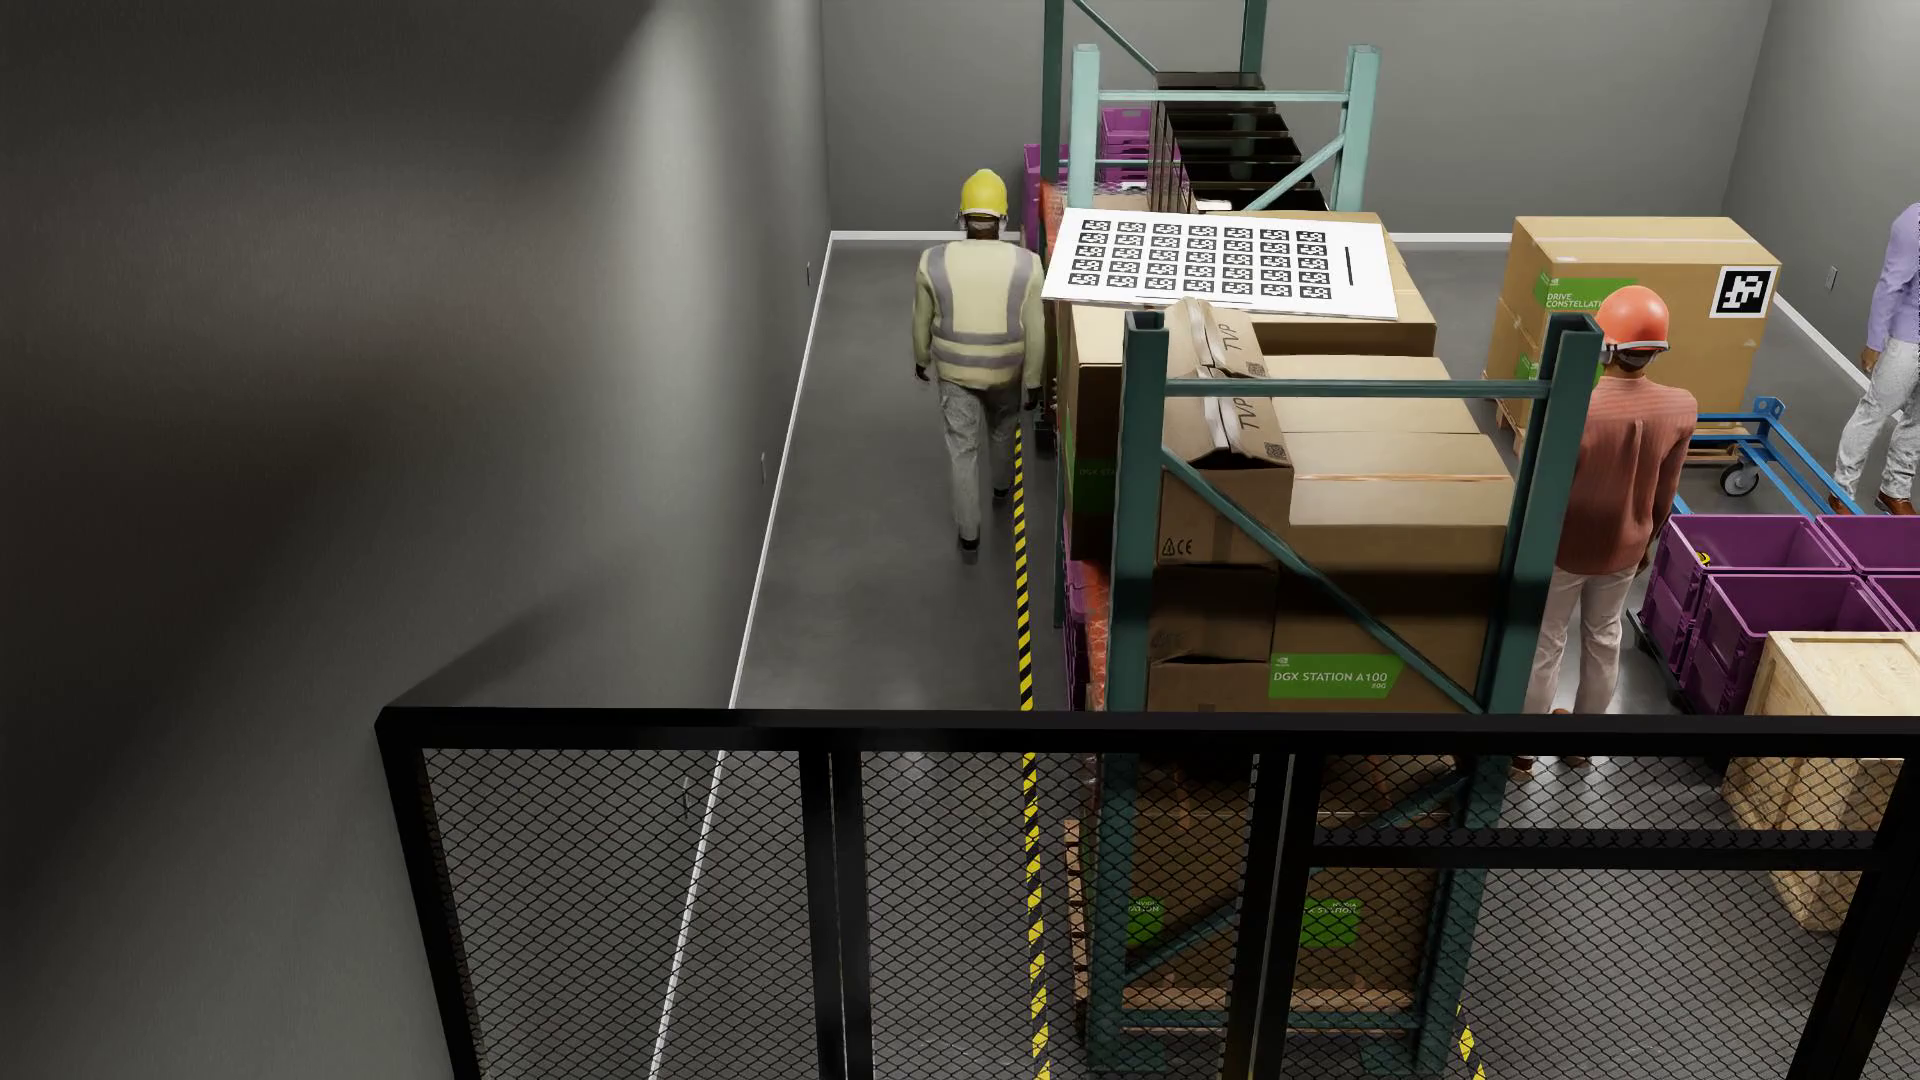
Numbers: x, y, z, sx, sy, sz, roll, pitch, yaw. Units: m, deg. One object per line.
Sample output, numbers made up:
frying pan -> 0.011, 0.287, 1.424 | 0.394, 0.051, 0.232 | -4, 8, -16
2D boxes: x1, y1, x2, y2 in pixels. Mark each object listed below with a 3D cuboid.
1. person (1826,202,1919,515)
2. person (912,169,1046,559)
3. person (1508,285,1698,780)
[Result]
person -> 4.536, -0.938, 7.773 | 0.632, 1.938, 0.359 | 0, 31, -1
person -> 0.088, -0.869, 7.788 | 0.615, 1.790, 0.871 | 1, 31, 2
person -> 2.309, 0.009, 6.147 | 0.611, 1.995, 0.381 | -7, 32, -12
